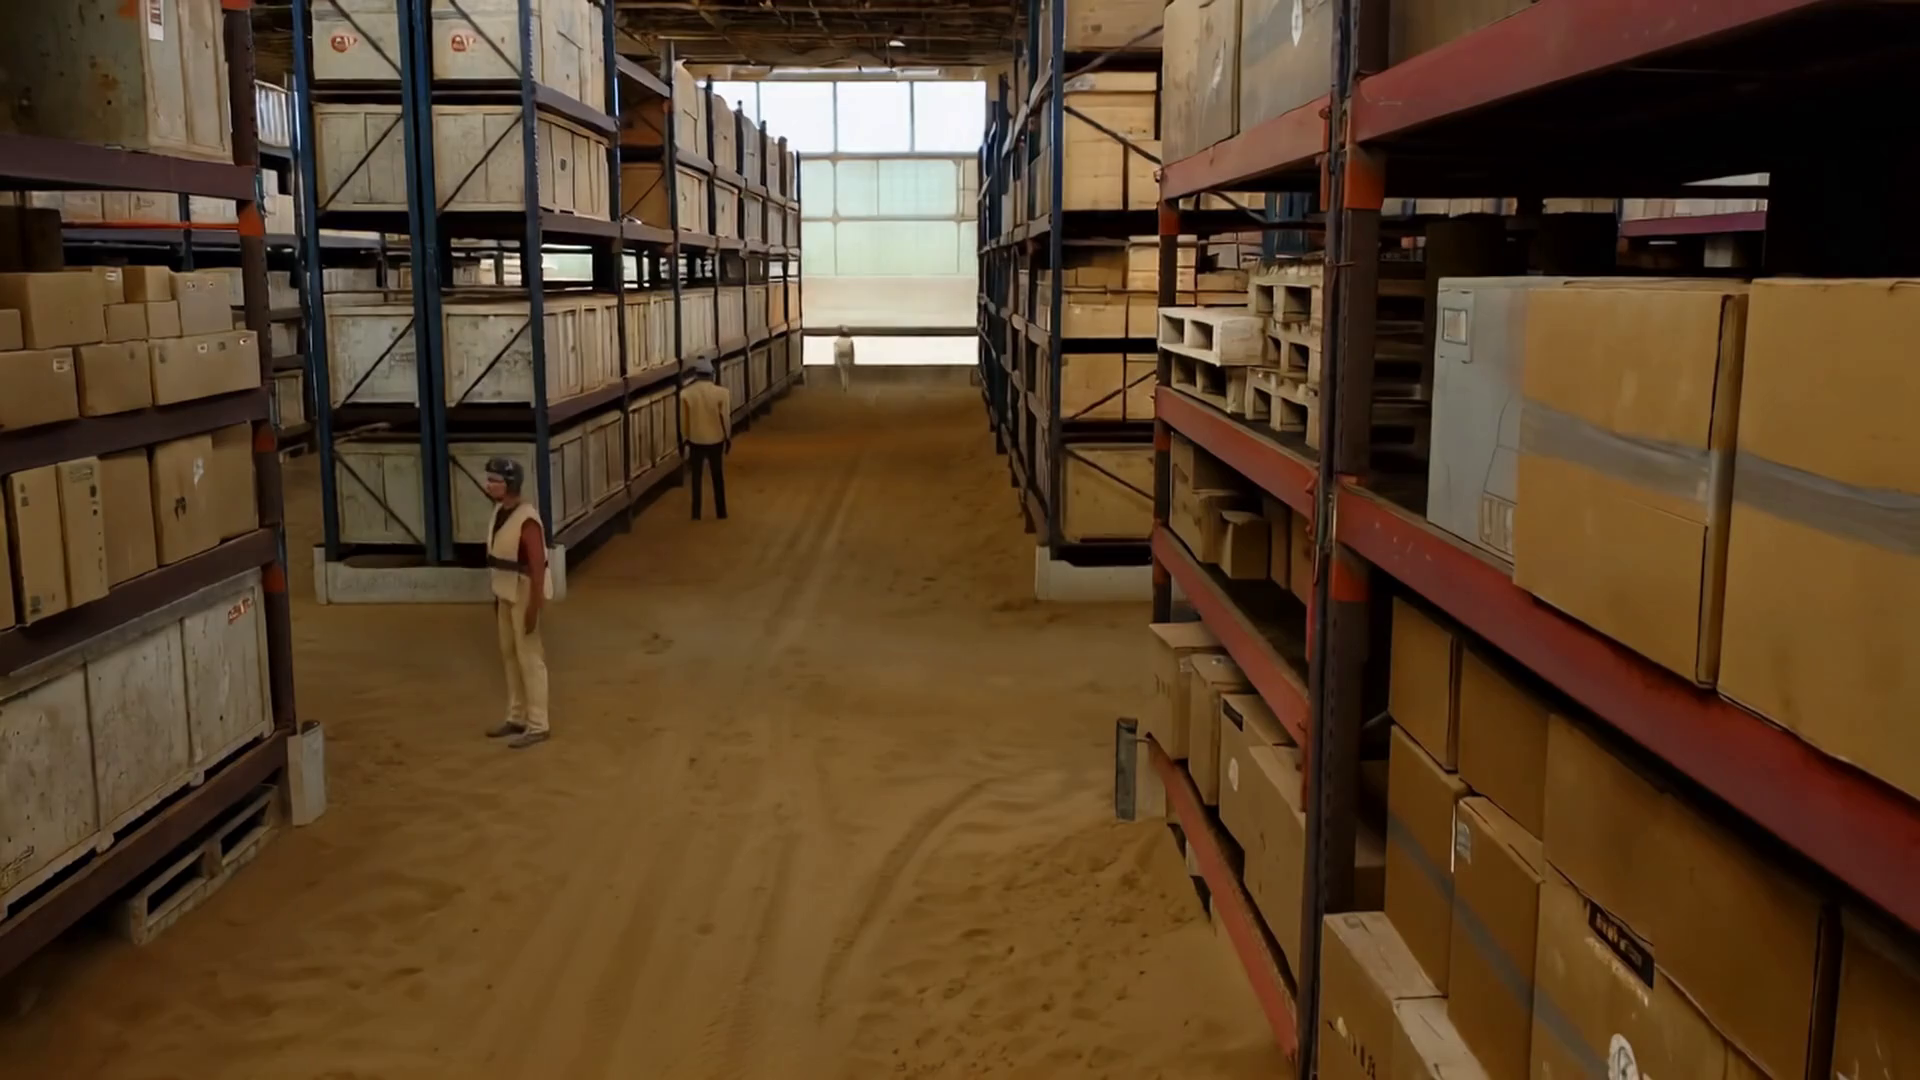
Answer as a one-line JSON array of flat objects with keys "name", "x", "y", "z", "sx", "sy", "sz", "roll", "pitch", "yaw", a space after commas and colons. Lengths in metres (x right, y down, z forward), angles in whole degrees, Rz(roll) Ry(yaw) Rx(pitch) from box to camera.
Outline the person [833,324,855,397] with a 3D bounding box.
[{"name": "person", "x": -2.765, "y": -4.280, "z": 39.657, "sx": 0.508, "sy": 1.701, "sz": 0.849, "roll": -1, "pitch": 9, "yaw": -6}]

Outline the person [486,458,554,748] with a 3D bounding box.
[{"name": "person", "x": -2.811, "y": 0.391, "z": 10.619, "sx": 0.387, "sy": 1.845, "sz": 0.565, "roll": -7, "pitch": 11, "yaw": -36}]

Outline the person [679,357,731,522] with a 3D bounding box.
[{"name": "person", "x": -3.062, "y": -1.203, "z": 19.975, "sx": 0.612, "sy": 1.984, "sz": 0.401, "roll": -1, "pitch": 9, "yaw": -6}]
